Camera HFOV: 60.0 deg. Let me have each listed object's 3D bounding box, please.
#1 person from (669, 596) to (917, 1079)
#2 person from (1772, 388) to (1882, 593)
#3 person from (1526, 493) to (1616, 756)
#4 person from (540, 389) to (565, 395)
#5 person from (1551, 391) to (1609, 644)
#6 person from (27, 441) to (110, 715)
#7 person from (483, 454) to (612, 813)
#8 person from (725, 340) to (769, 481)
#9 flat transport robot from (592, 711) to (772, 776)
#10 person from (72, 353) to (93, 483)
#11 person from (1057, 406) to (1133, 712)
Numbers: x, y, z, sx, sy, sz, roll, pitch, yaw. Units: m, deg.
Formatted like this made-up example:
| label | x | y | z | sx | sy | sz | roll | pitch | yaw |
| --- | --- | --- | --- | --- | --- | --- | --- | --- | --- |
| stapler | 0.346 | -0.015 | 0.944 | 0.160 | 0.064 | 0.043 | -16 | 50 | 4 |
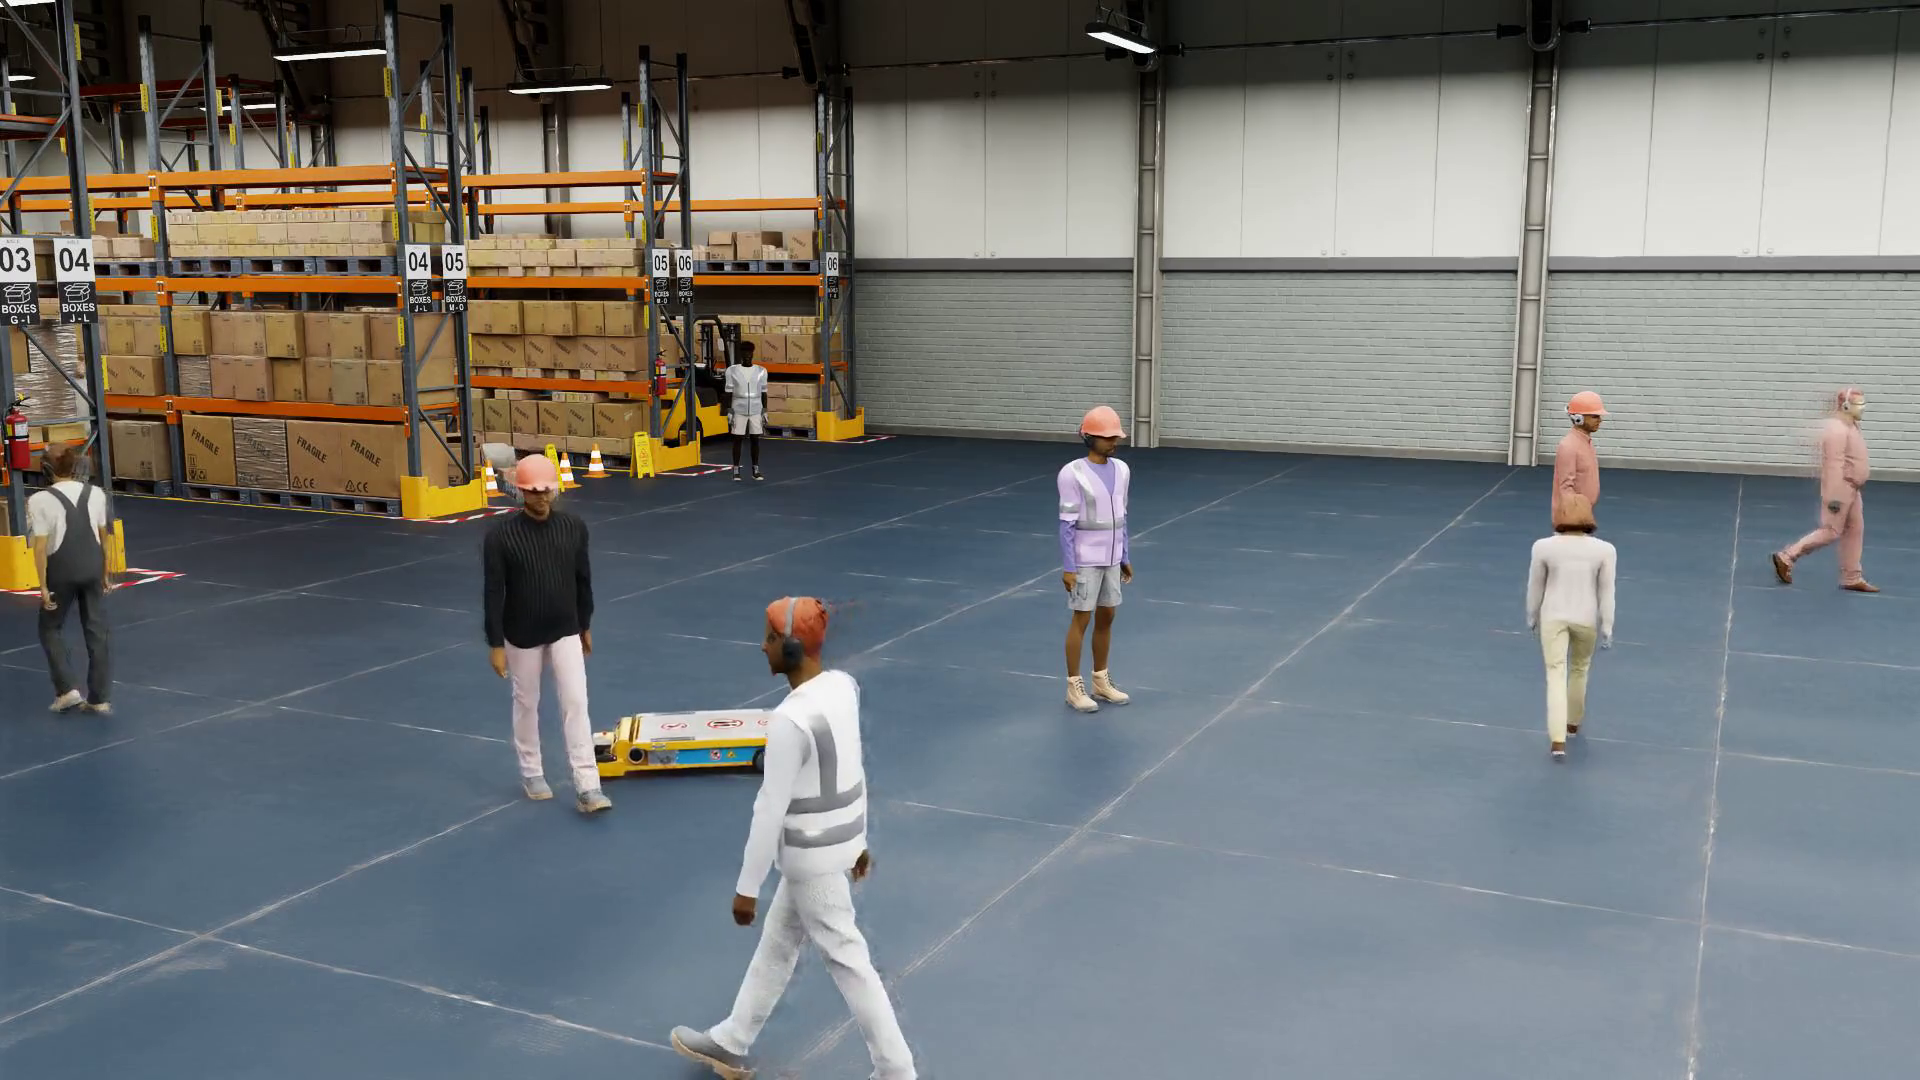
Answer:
| label | x | y | z | sx | sy | sz | roll | pitch | yaw |
| --- | --- | --- | --- | --- | --- | --- | --- | --- | --- |
| person | -0.577 | 1.098 | 5.825 | 1.002 | 1.827 | 0.605 | 2 | 10 | 14 |
| person | 8.014 | -0.463 | 15.264 | 0.829 | 1.880 | 0.650 | 7 | 12 | 38 |
| person | 3.743 | 0.505 | 10.223 | 0.503 | 1.580 | 0.870 | 3 | 10 | 16 |
| person | -6.512 | -2.247 | 26.867 | 0.861 | 1.644 | 0.551 | 4 | 10 | 25 |
| person | 4.880 | -0.183 | 13.169 | 0.393 | 1.995 | 0.612 | 6 | 11 | 33 |
| person | -5.840 | 0.263 | 10.963 | 0.452 | 1.830 | 0.531 | 7 | 12 | 38 |
| person | -2.224 | 0.522 | 8.972 | 0.647 | 1.948 | 0.972 | -6 | 11 | -33 |
| person | -2.966 | -1.797 | 23.183 | 0.600 | 1.958 | 0.387 | -3 | 10 | -17 |
| flat transport robot | -1.489 | 1.199 | 9.973 | 1.431 | 0.197 | 0.652 | -1 | 9 | -9 |
| person | -10.905 | -1.357 | 20.591 | 0.531 | 1.922 | 0.634 | 4 | 10 | 21 |
| person | 0.934 | 0.124 | 11.149 | 0.614 | 2.040 | 0.378 | -8 | 12 | -40 |
